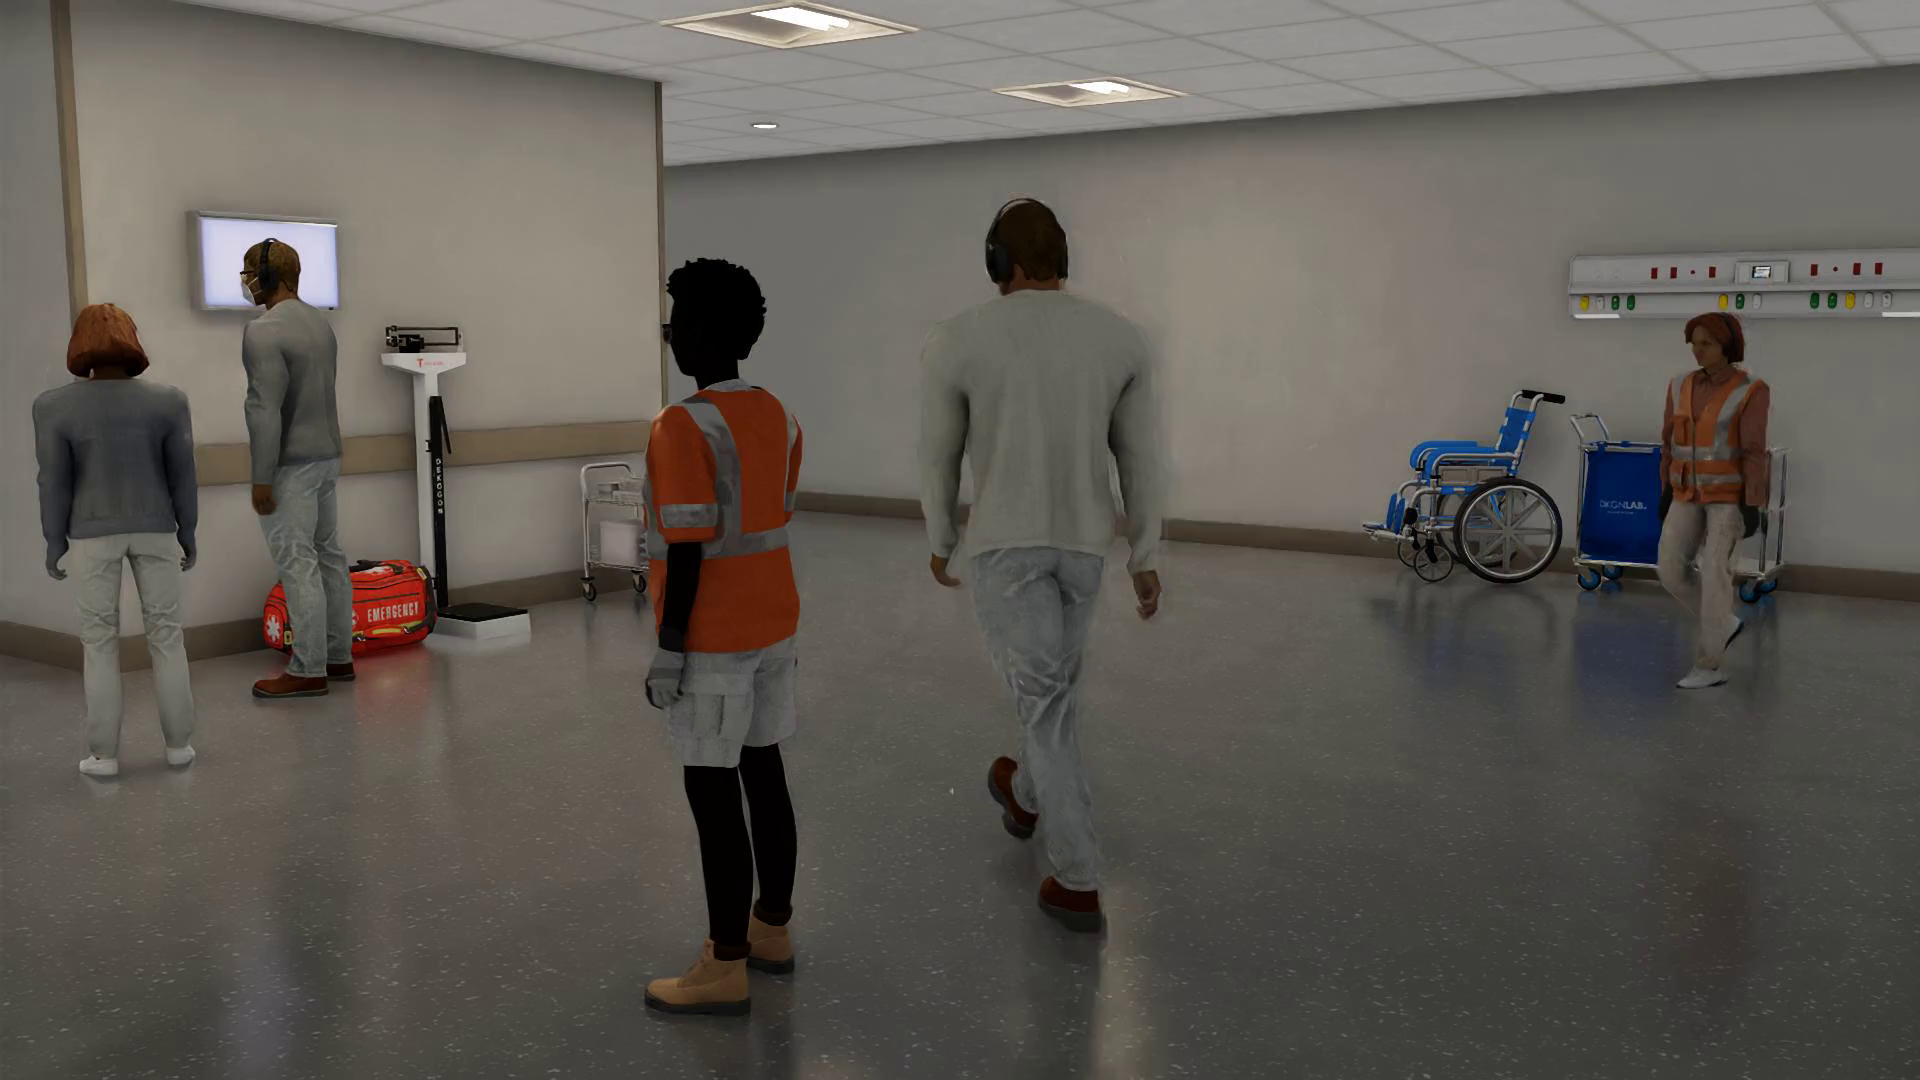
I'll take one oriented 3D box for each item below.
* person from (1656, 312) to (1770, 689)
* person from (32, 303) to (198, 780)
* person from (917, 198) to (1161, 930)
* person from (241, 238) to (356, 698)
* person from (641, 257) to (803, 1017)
[{"bbox_3d":[3.269,-0.169,7.180,0.425,1.625,0.542,-4,8,-27],"label":"person"},{"bbox_3d":[-2.885,0.007,5.727,0.497,1.632,0.289,-5,9,-35],"label":"person"},{"bbox_3d":[0.184,0.025,4.564,0.630,1.876,1.048,-3,8,-20],"label":"person"},{"bbox_3d":[-2.821,-0.302,7.048,0.378,1.931,0.624,0,7,2],"label":"person"},{"bbox_3d":[-0.542,0.216,3.786,0.316,1.696,0.540,3,8,20],"label":"person"}]
